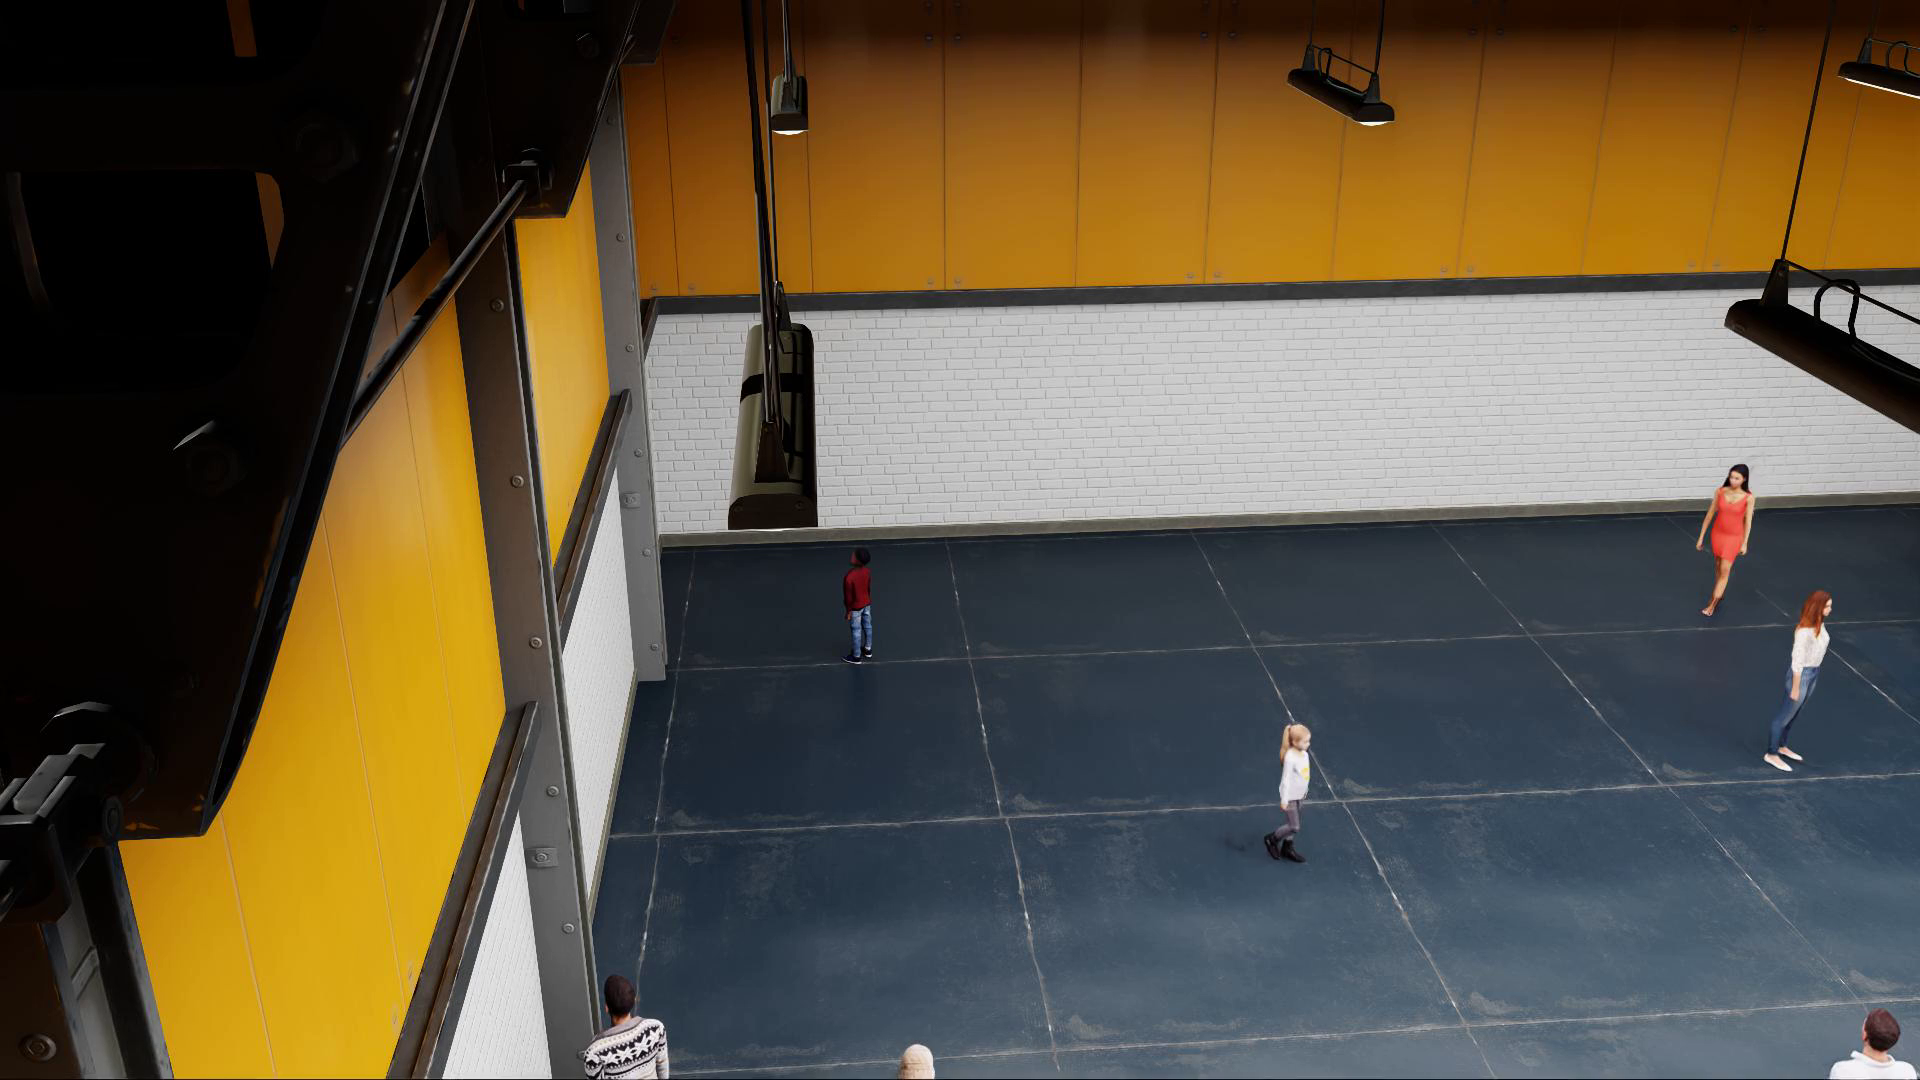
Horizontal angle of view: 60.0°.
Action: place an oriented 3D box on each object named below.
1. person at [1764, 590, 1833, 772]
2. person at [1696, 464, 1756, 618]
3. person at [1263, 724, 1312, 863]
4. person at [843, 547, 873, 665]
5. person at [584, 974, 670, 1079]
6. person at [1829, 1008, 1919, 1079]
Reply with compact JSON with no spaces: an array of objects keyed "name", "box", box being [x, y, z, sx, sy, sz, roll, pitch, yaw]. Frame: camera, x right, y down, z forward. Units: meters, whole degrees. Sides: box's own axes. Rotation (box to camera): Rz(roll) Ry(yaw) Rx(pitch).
[{"name":"person","box":[7.609,1.240,15.056,0.652,1.728,0.686,-20,31,-38]},{"name":"person","box":[8.337,-0.029,18.022,1.068,1.678,1.086,21,31,40]},{"name":"person","box":[2.687,2.075,13.714,0.698,1.273,0.639,17,29,34]},{"name":"person","box":[-1.035,0.653,16.991,0.651,1.254,0.589,18,29,35]},{"name":"person","box":[-1.965,3.403,9.943,0.769,1.861,0.780,-19,30,-36]},{"name":"person","box":[5.200,3.525,9.677,0.657,1.850,0.554,0,24,-1]}]
